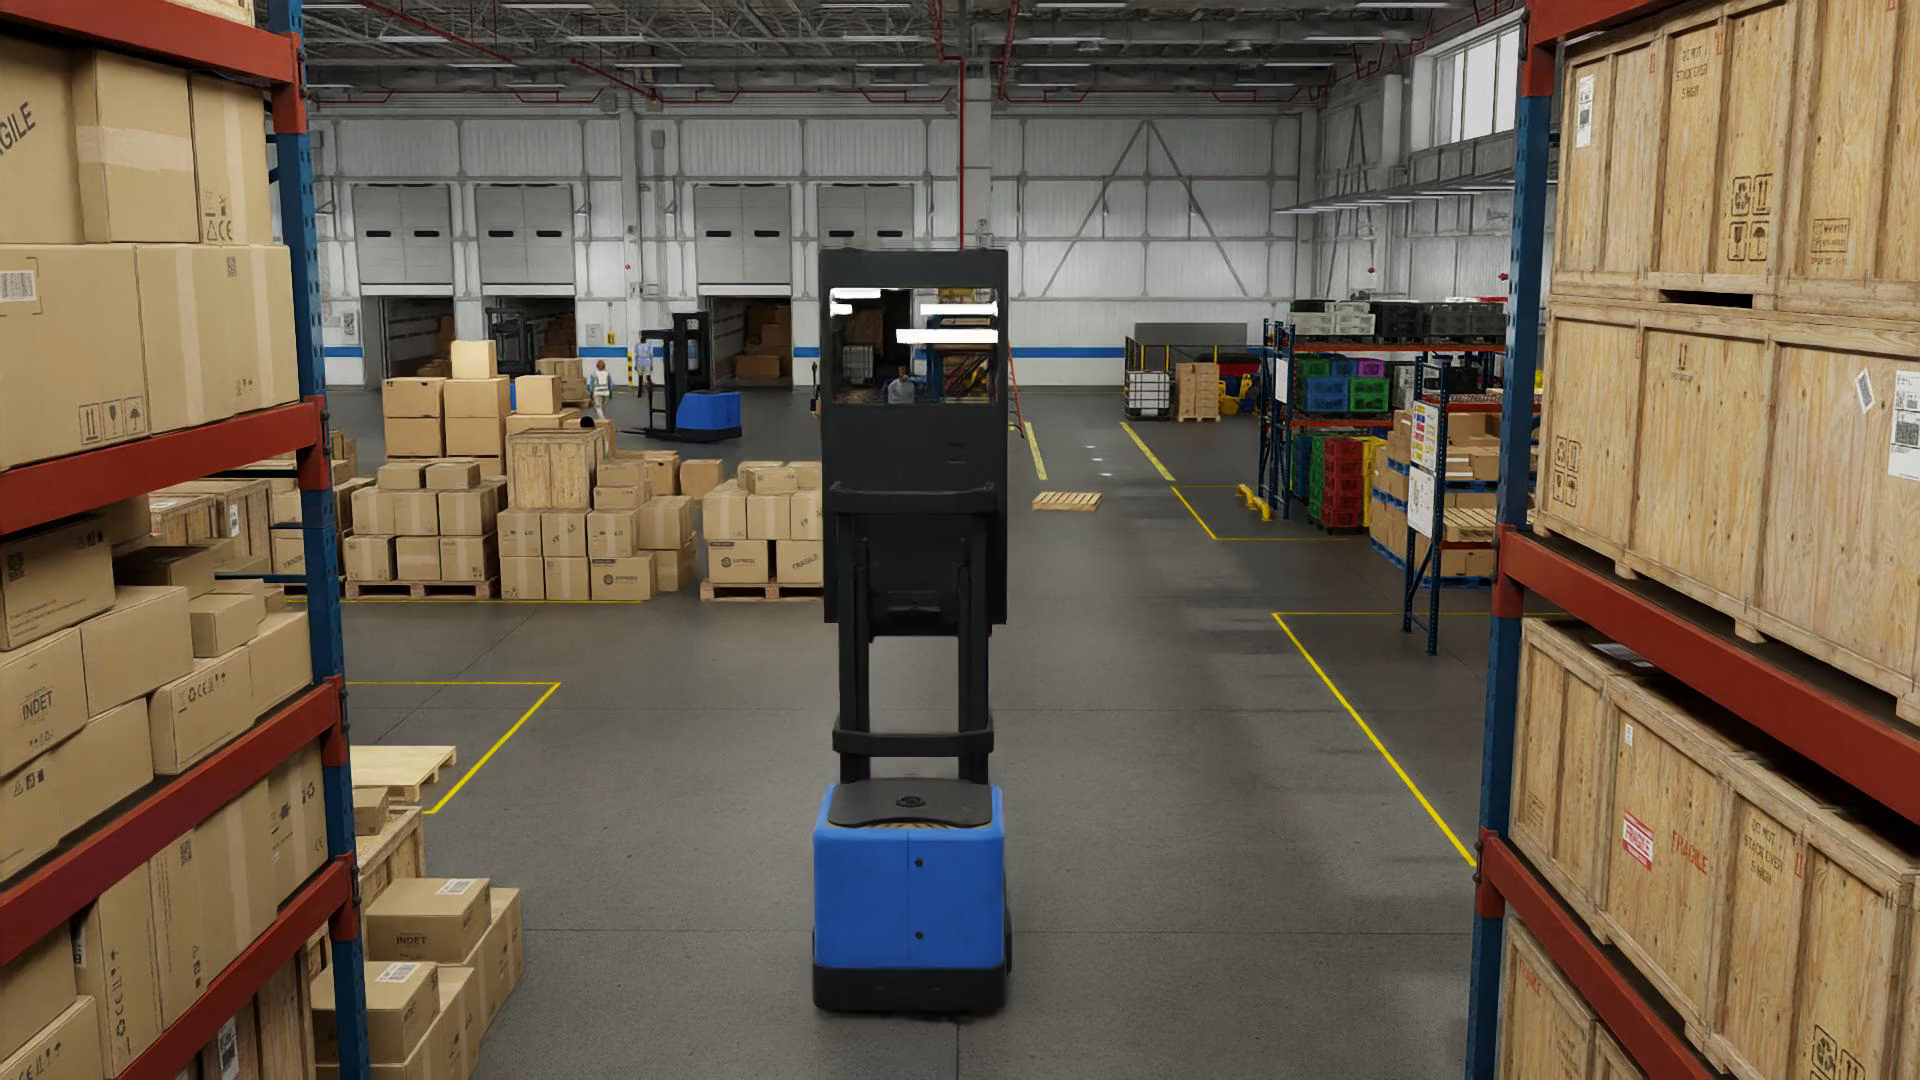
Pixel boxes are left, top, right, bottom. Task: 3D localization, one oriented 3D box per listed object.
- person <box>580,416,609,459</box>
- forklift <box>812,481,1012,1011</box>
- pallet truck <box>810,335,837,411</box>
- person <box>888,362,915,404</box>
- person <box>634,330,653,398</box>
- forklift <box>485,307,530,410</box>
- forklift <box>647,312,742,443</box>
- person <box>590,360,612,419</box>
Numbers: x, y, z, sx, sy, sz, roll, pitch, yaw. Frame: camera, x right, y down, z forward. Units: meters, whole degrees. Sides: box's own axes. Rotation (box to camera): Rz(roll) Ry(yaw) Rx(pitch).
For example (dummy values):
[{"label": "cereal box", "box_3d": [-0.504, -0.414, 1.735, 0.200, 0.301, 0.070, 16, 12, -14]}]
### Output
[{"label": "person", "box_3d": [-5.041, -0.737, 22.732, 0.595, 1.917, 0.380, -9, 13, -43]}, {"label": "forklift", "box_3d": [-0.267, 1.051, 9.636, 1.129, 2.768, 1.873, 0, 10, 1]}, {"label": "pallet truck", "box_3d": [-3.021, -4.312, 43.126, 1.885, 1.965, 0.823, 3, 10, 17]}, {"label": "person", "box_3d": [-1.165, -2.635, 33.618, 0.630, 1.940, 0.372, -8, 12, -38]}, {"label": "person", "box_3d": [-9.006, -5.010, 47.365, 0.546, 1.927, 0.389, 1, 10, 4]}, {"label": "forklift", "box_3d": [-10.754, -4.150, 39.646, 1.129, 2.768, 1.873, 0, 10, 1]}, {"label": "forklift", "box_3d": [-5.831, -3.601, 36.477, 1.873, 2.768, 1.129, 6, 12, 31]}, {"label": "person", "box_3d": [-8.378, -3.407, 38.966, 0.525, 1.622, 0.468, -6, 11, -31]}]
